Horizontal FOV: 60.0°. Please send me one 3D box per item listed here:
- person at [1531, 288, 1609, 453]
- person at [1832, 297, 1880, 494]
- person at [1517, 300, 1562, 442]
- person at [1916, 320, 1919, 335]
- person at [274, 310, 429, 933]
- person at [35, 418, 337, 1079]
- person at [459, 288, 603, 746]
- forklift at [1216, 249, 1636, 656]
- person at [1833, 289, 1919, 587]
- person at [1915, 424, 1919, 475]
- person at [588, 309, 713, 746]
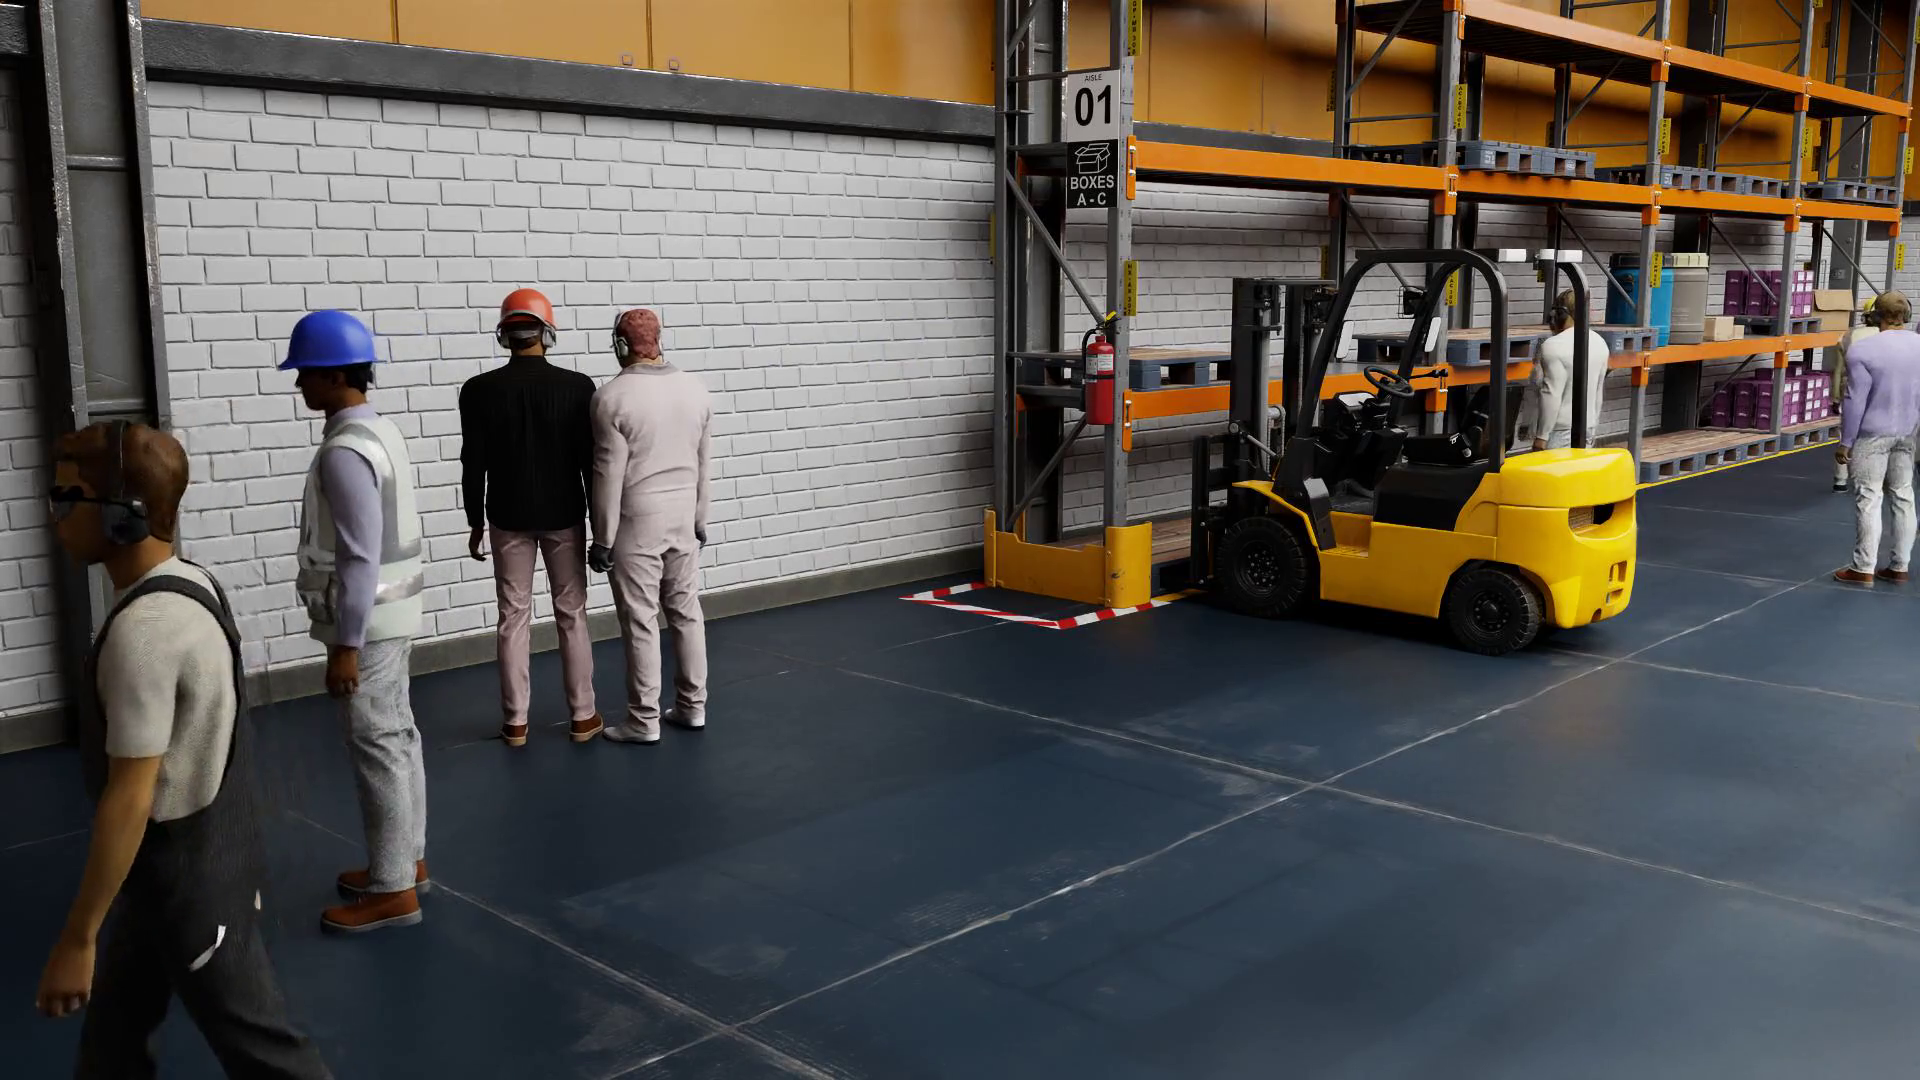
[{"bbox_3d":[4.144,-0.741,11.365,0.636,1.938,0.355,-7,11,-35],"label":"person"},{"bbox_3d":[8.320,-1.311,15.248,0.598,1.820,0.421,7,12,37],"label":"person"},{"bbox_3d":[4.467,-0.867,12.362,0.555,1.875,0.700,-4,10,-23],"label":"person"},{"bbox_3d":[11.804,-2.084,20.019,0.660,1.810,0.763,9,13,44],"label":"person"},{"bbox_3d":[-1.895,0.254,5.244,0.409,1.943,0.614,-2,9,-9],"label":"person"},{"bbox_3d":[-1.552,0.665,3.197,0.976,1.796,0.516,-4,10,-22],"label":"person"},{"bbox_3d":[-1.844,-0.092,7.248,0.610,1.986,0.392,-2,9,-10],"label":"person"},{"bbox_3d":[2.710,-0.584,9.626,2.313,2.155,1.214,9,13,43],"label":"forklift"},{"bbox_3d":[6.021,-0.655,10.848,0.630,1.936,0.366,-1,9,-7],"label":"person"},{"bbox_3d":[4.083,-0.001,6.518,0.769,2.000,0.688,-5,11,-29],"label":"person"},{"bbox_3d":[-1.377,-0.058,7.300,0.401,1.899,0.648,7,12,38],"label":"person"}]
